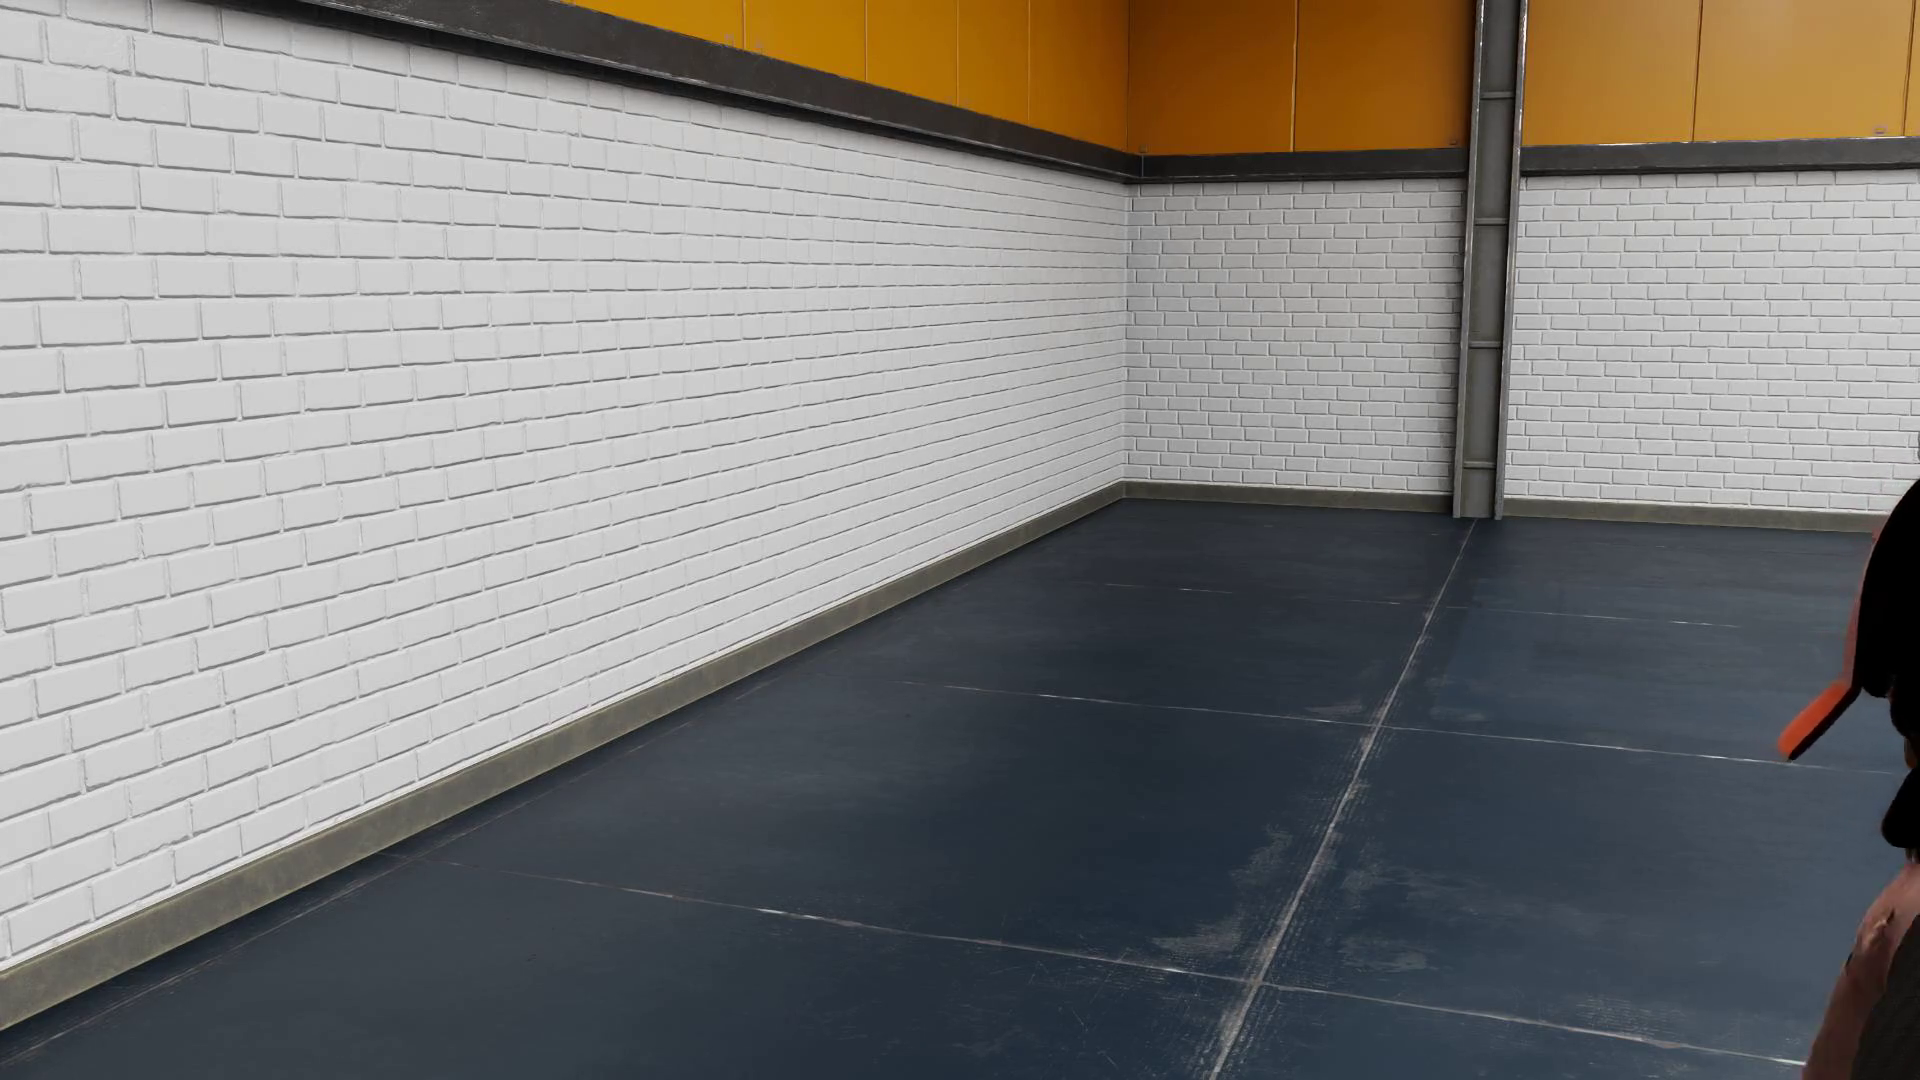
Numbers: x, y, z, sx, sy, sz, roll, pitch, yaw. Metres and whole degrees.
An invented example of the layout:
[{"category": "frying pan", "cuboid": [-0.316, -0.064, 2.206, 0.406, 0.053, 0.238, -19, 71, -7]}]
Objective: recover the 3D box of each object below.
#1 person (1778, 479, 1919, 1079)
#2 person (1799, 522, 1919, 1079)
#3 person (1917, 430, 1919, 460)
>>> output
[{"category": "person", "cuboid": [0.693, 0.910, 1.115, 0.388, 1.987, 0.608, 1, 9, 4]}, {"category": "person", "cuboid": [1.119, 0.880, 1.677, 0.863, 1.868, 0.640, 8, 12, 41]}, {"category": "person", "cuboid": [5.388, -0.340, 9.021, 0.611, 1.964, 0.364, -6, 11, -32]}]
